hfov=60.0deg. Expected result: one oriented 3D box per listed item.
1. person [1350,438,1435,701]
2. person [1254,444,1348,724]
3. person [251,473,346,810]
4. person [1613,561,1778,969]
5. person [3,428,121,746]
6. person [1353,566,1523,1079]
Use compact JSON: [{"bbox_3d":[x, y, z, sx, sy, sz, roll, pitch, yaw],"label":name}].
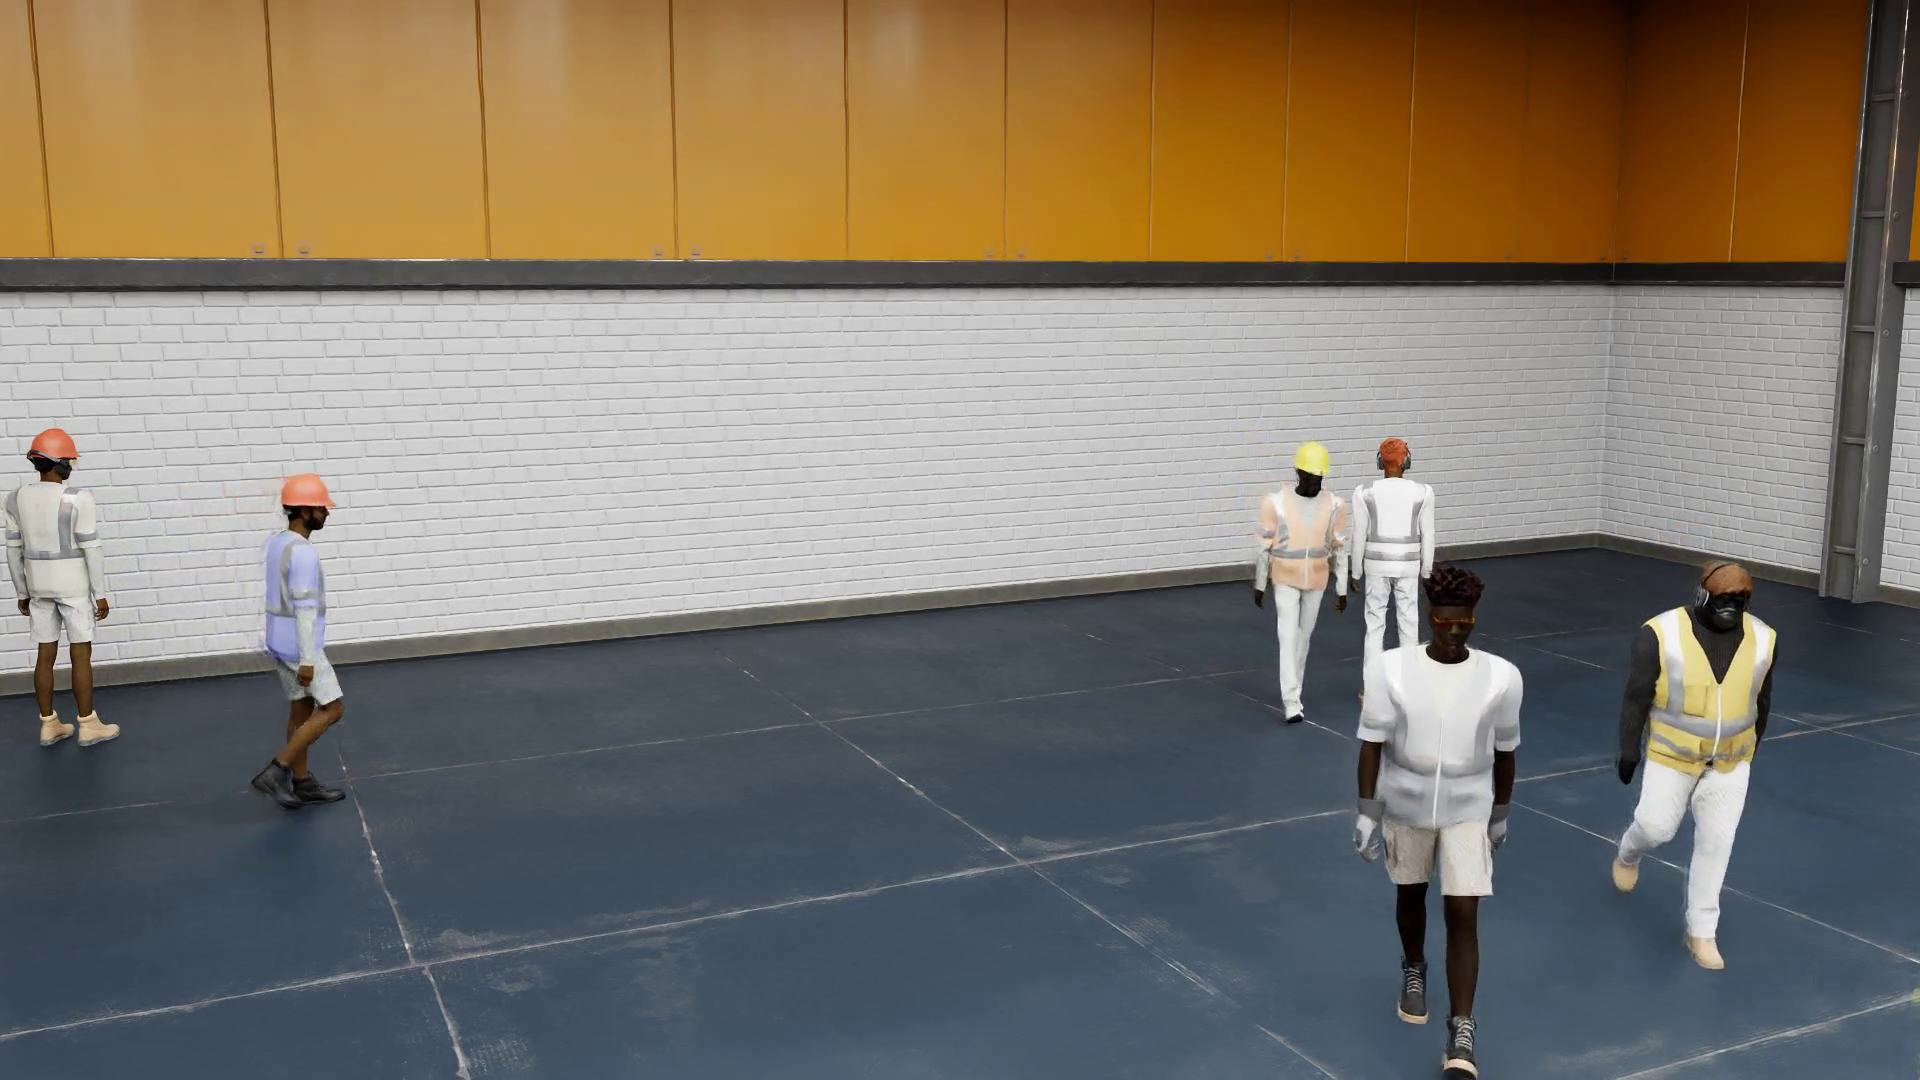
[{"bbox_3d":[3.025,0.223,11.664,0.572,1.886,0.354,2,9,10],"label":"person"},{"bbox_3d":[2.335,0.297,11.216,0.601,1.878,0.939,-1,9,-5],"label":"person"},{"bbox_3d":[-3.700,0.586,9.317,0.495,1.924,0.557,-7,12,-39],"label":"person"},{"bbox_3d":[3.291,0.938,7.527,0.647,1.803,0.792,1,9,5],"label":"person"},{"bbox_3d":[-5.753,0.305,10.671,0.616,2.041,0.382,1,9,7],"label":"person"},{"bbox_3d":[1.831,1.054,6.405,0.610,1.912,1.000,3,10,16],"label":"person"}]
